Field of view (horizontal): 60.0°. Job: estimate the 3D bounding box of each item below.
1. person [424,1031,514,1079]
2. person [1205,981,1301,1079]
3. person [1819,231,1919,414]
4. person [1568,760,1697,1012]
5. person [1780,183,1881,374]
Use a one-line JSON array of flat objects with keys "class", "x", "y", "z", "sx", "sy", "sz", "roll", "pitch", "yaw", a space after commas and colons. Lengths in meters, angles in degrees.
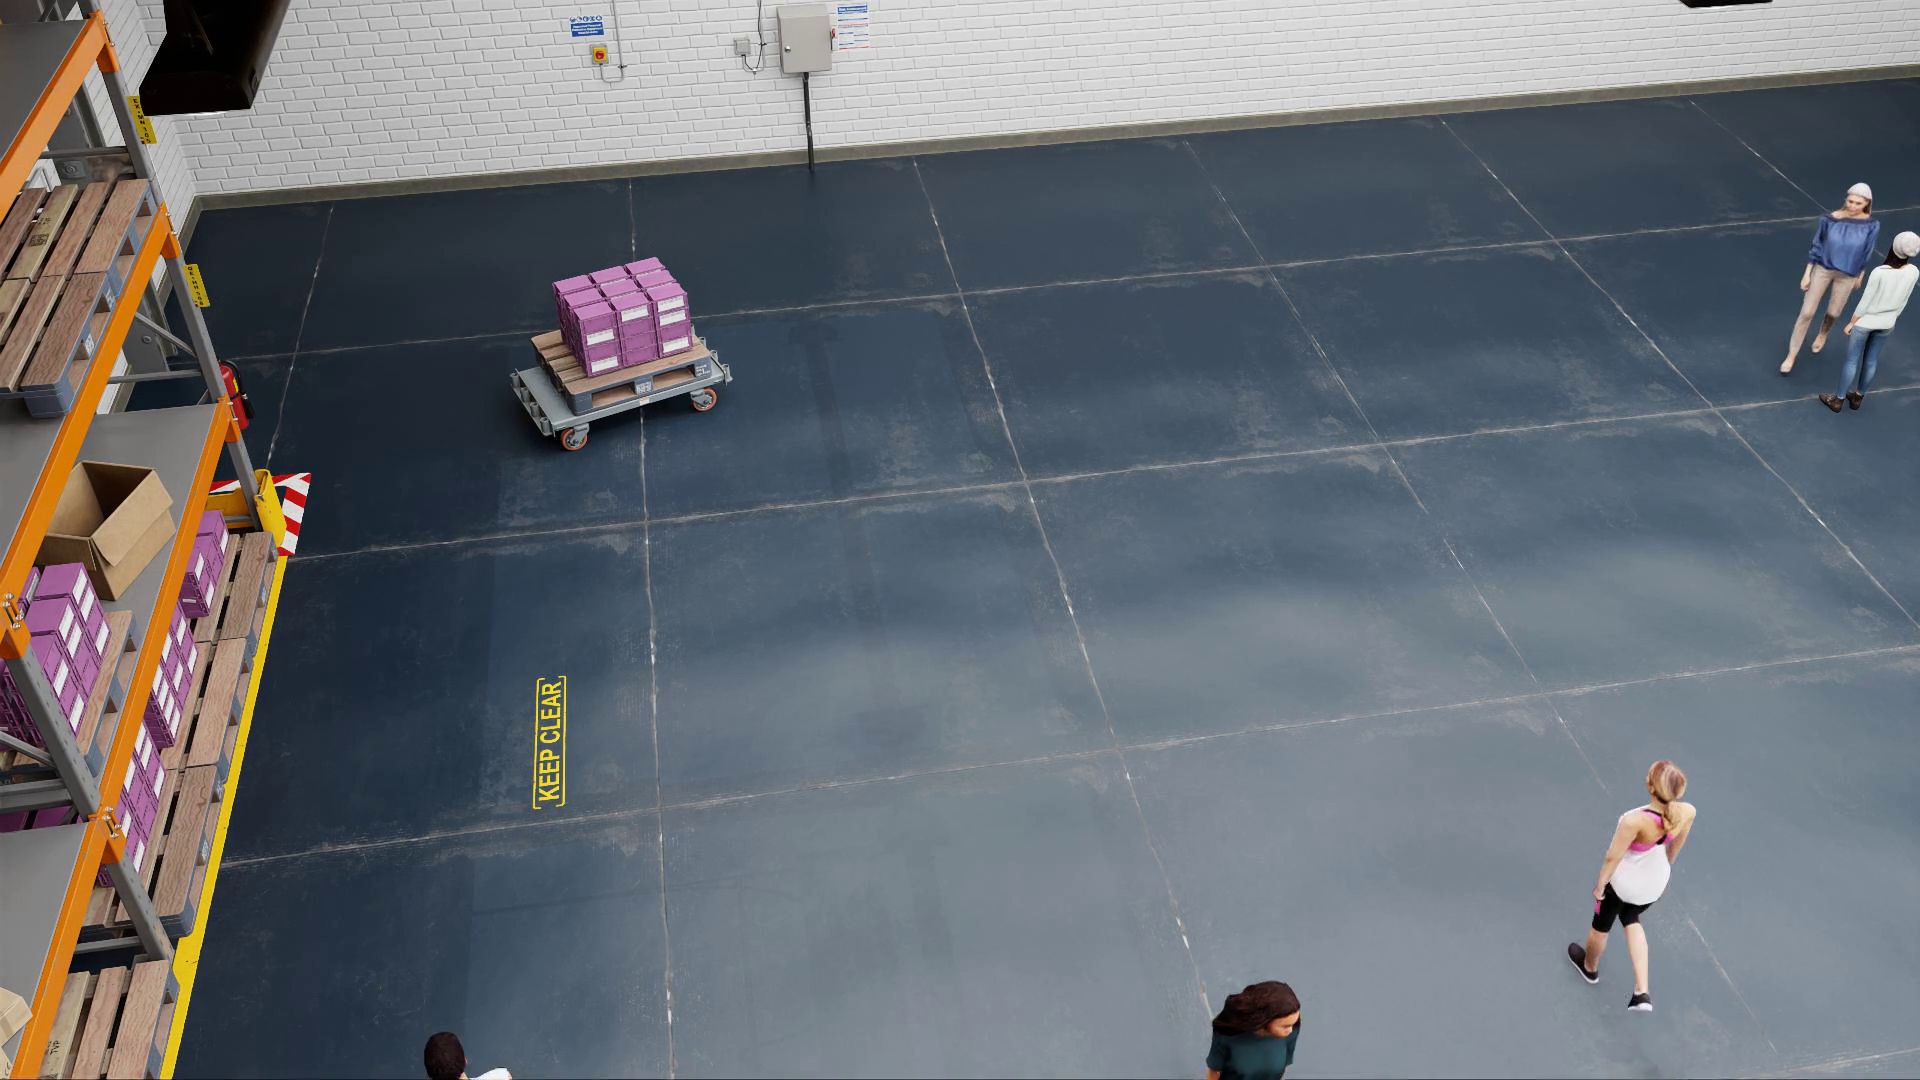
[{"class": "person", "x": -2.147, "y": 2.951, "z": 7.592, "sx": 0.925, "sy": 1.749, "sz": 1.224, "roll": -20, "pitch": 43, "yaw": -23}, {"class": "person", "x": 1.375, "y": 2.623, "z": 8.136, "sx": 0.729, "sy": 1.584, "sz": 1.056, "roll": 2, "pitch": 39, "yaw": 3}, {"class": "person", "x": 7.487, "y": -1.794, "z": 13.618, "sx": 0.579, "sy": 1.645, "sz": 0.502, "roll": -4, "pitch": 39, "yaw": -5}, {"class": "person", "x": 3.649, "y": 1.894, "z": 8.894, "sx": 0.633, "sy": 1.777, "sz": 0.889, "roll": -8, "pitch": 39, "yaw": -10}, {"class": "person", "x": 7.415, "y": -2.236, "z": 14.151, "sx": 0.986, "sy": 1.669, "sz": 1.089, "roll": 19, "pitch": 42, "yaw": 22}]
